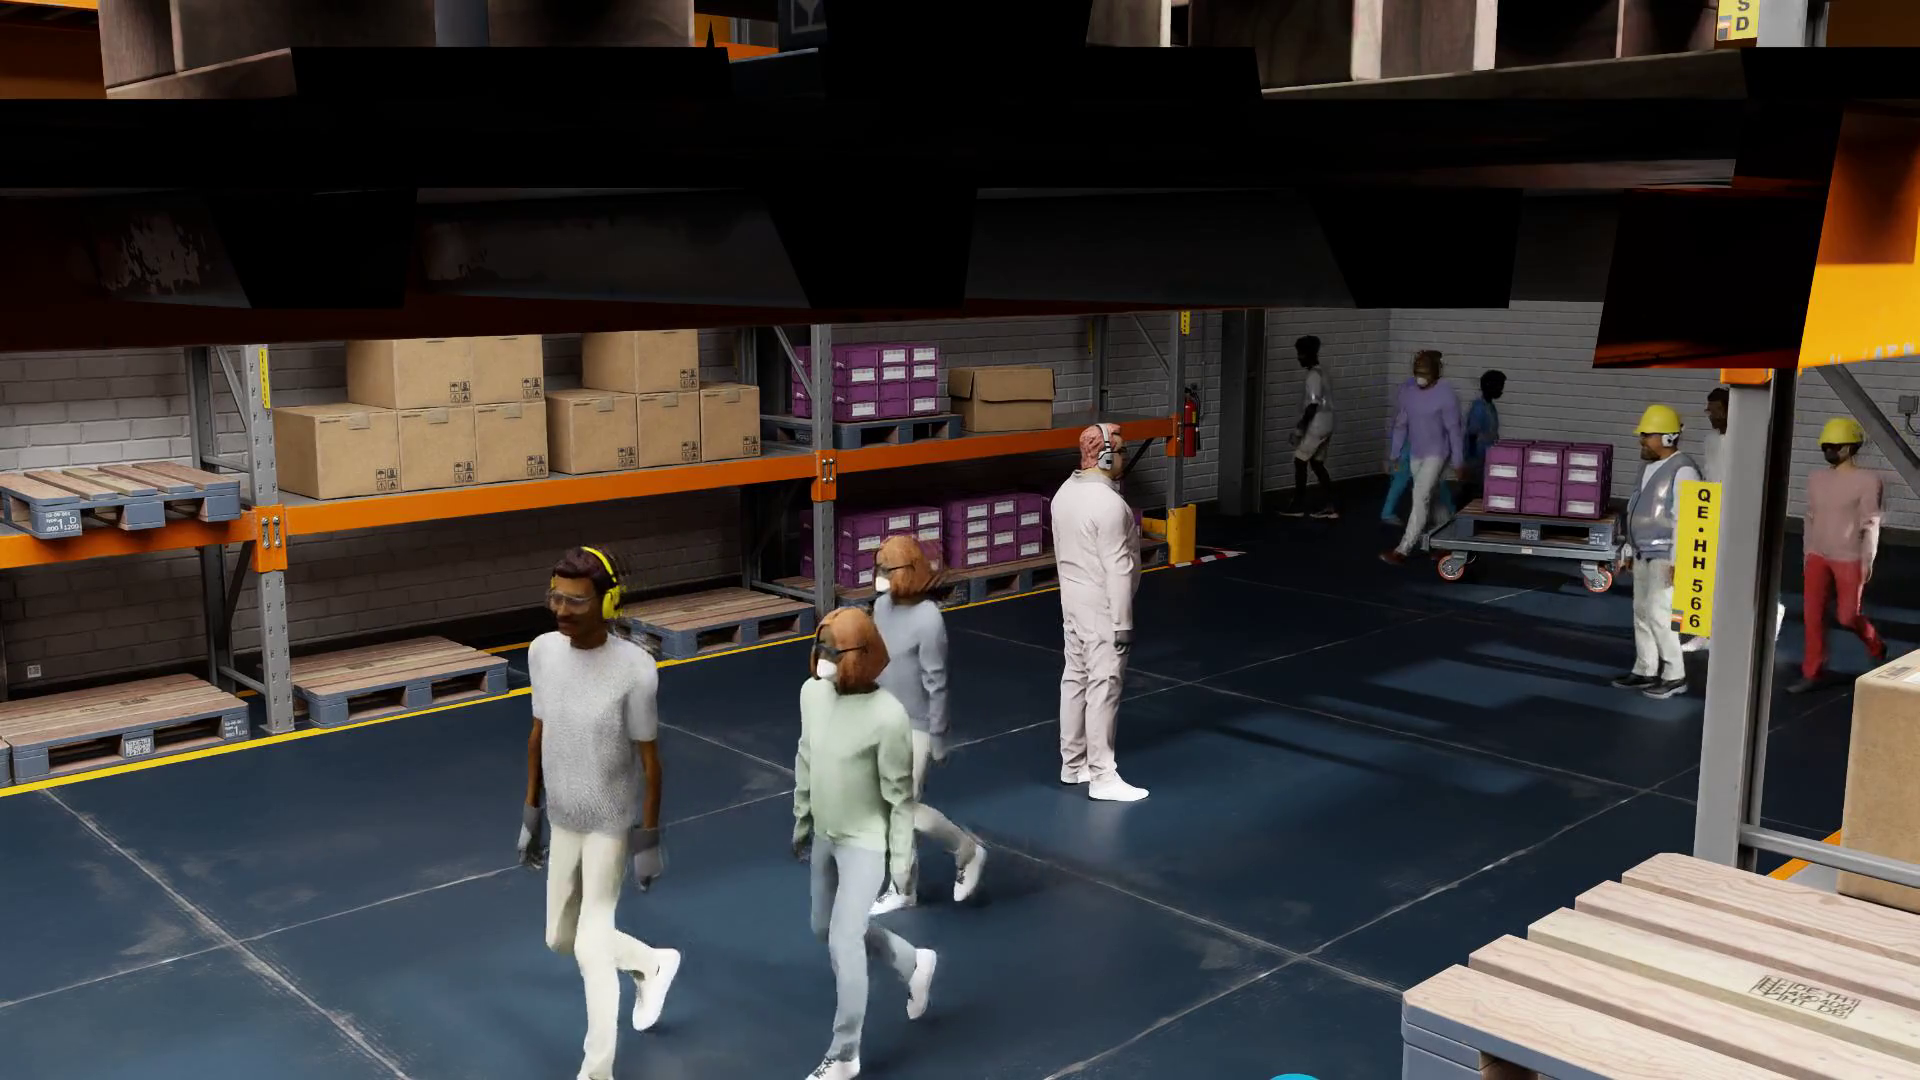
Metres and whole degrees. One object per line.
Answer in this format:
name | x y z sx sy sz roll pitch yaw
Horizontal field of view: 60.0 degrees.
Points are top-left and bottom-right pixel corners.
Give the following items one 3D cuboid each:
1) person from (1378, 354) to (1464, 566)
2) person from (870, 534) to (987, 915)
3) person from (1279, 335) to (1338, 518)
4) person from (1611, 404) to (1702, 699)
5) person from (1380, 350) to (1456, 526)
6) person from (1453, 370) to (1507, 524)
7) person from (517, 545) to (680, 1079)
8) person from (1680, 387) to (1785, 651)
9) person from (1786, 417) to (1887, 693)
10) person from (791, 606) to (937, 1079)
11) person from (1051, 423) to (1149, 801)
person | 4.137 -0.709 14.786 0.942 1.886 0.624 -5 11 -25
person | -0.175 0.768 6.891 0.425 1.620 0.506 -6 11 -29
person | 3.631 -1.170 17.293 0.618 1.925 0.691 5 11 27
person | 4.350 0.068 10.363 0.404 1.824 0.624 -1 10 -6
person | 4.724 -1.008 16.760 0.972 1.795 0.576 4 10 20
person | 4.983 -0.776 15.758 0.647 1.662 0.579 5 11 25
person | -1.161 0.910 5.413 0.527 1.839 0.680 5 11 29
person | 5.372 -0.135 11.511 0.693 1.846 0.552 -3 10 -19
person | 5.532 0.102 10.387 0.595 1.755 0.522 -4 11 -24
person | -0.315 0.992 5.569 0.609 1.613 0.509 -9 13 -42
person | 0.714 0.360 8.422 0.410 1.909 0.642 -4 11 -23
